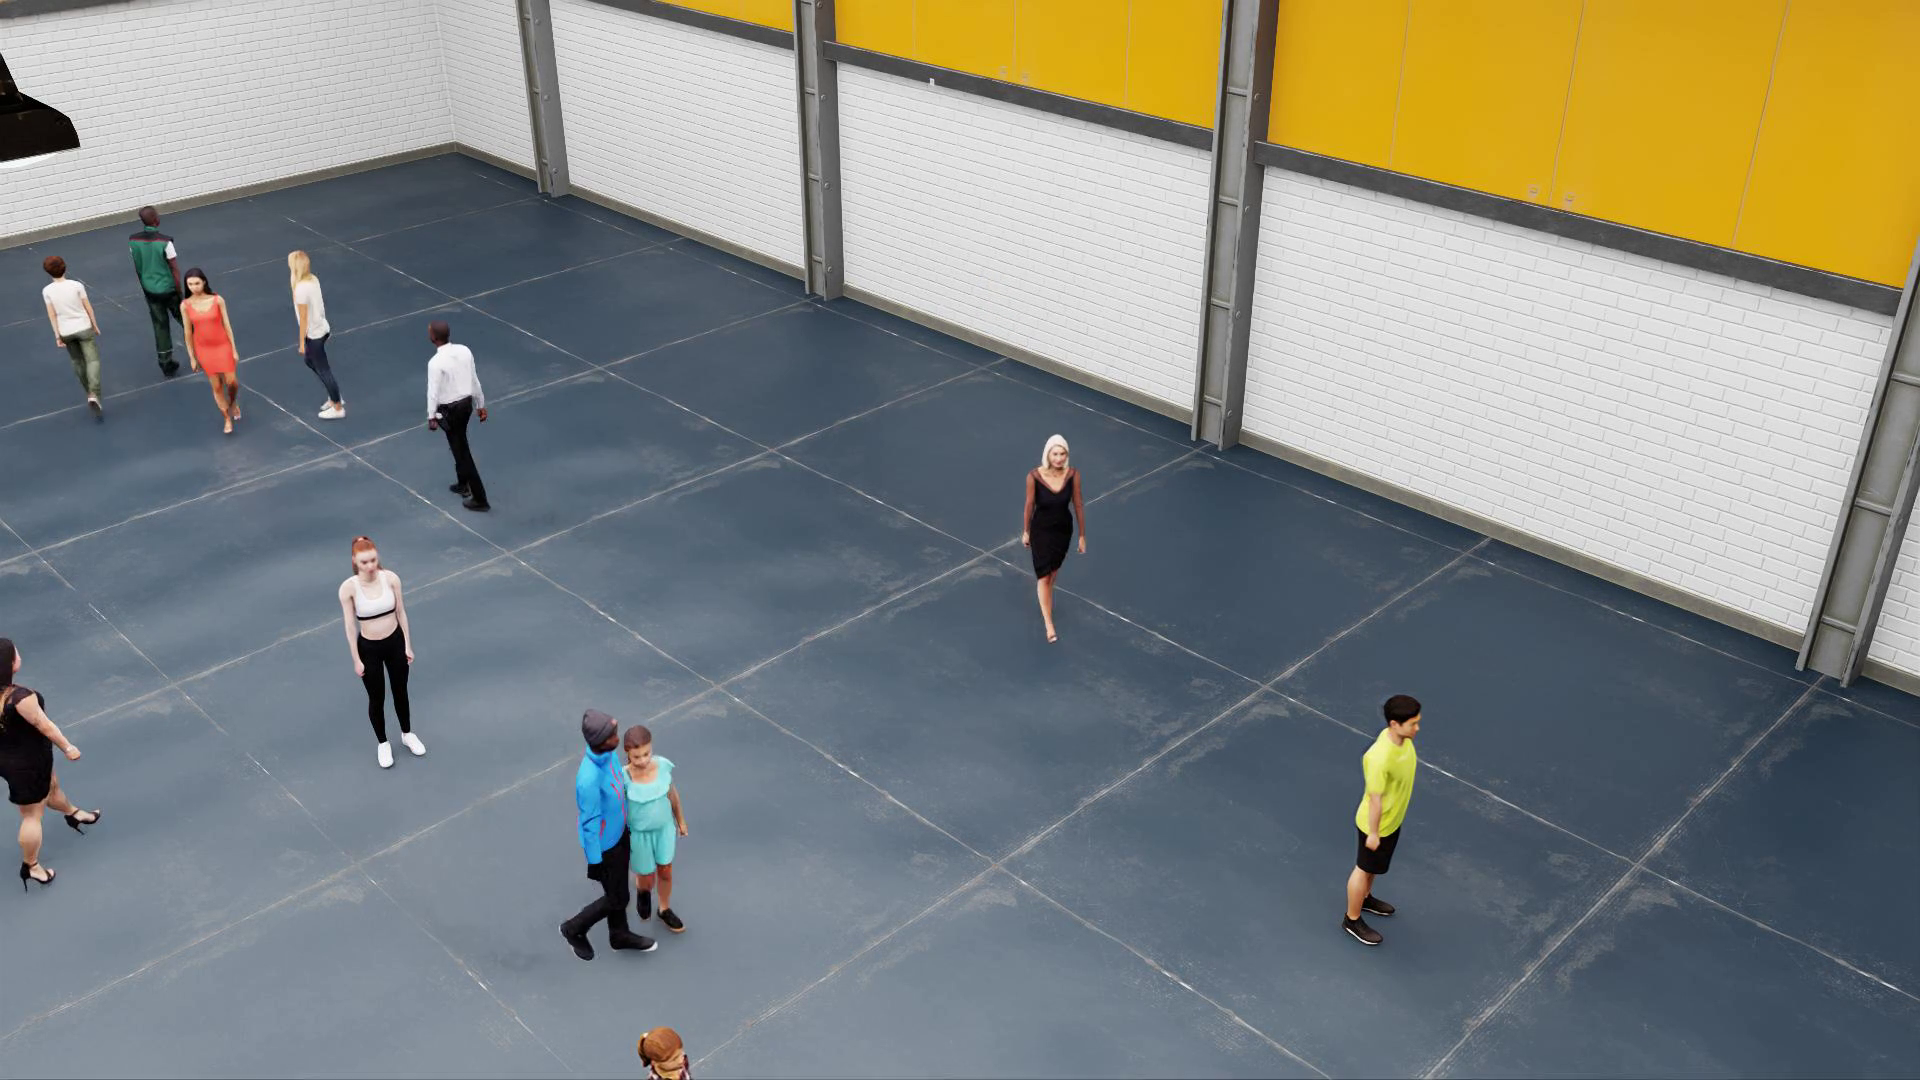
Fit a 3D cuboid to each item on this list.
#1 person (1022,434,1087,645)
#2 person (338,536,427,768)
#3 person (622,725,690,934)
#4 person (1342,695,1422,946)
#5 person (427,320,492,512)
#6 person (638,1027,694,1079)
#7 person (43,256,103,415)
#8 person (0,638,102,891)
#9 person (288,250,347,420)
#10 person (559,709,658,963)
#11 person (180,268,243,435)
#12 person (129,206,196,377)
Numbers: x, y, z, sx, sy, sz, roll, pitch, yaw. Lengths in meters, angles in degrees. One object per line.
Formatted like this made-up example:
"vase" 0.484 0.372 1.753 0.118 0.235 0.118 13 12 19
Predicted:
"person" 0.722 -0.074 13.305 1.027 1.694 1.155 -4 29 -7
"person" -4.075 0.774 11.704 0.619 1.740 0.574 -19 34 -31
"person" -1.931 1.735 10.142 0.676 1.547 0.699 -20 34 -32
"person" 2.560 1.658 10.117 0.609 1.708 0.674 15 32 25
"person" -4.486 -1.101 15.061 0.916 1.816 0.809 15 32 25
"person" -1.437 2.906 8.249 0.606 1.305 0.590 11 30 19
"person" -9.062 -2.096 17.075 0.878 1.634 1.129 -9 30 -17
"person" -5.968 1.461 10.502 0.997 1.684 0.933 13 31 22
"person" -6.420 -2.066 16.849 0.791 1.799 0.724 -1 29 -1
"person" -2.180 1.761 9.846 0.923 1.786 0.855 3 29 5
"person" -7.477 -1.917 16.671 0.732 1.706 0.794 -10 30 -18
"person" -8.635 -2.644 17.914 1.184 1.793 1.192 2 29 4
